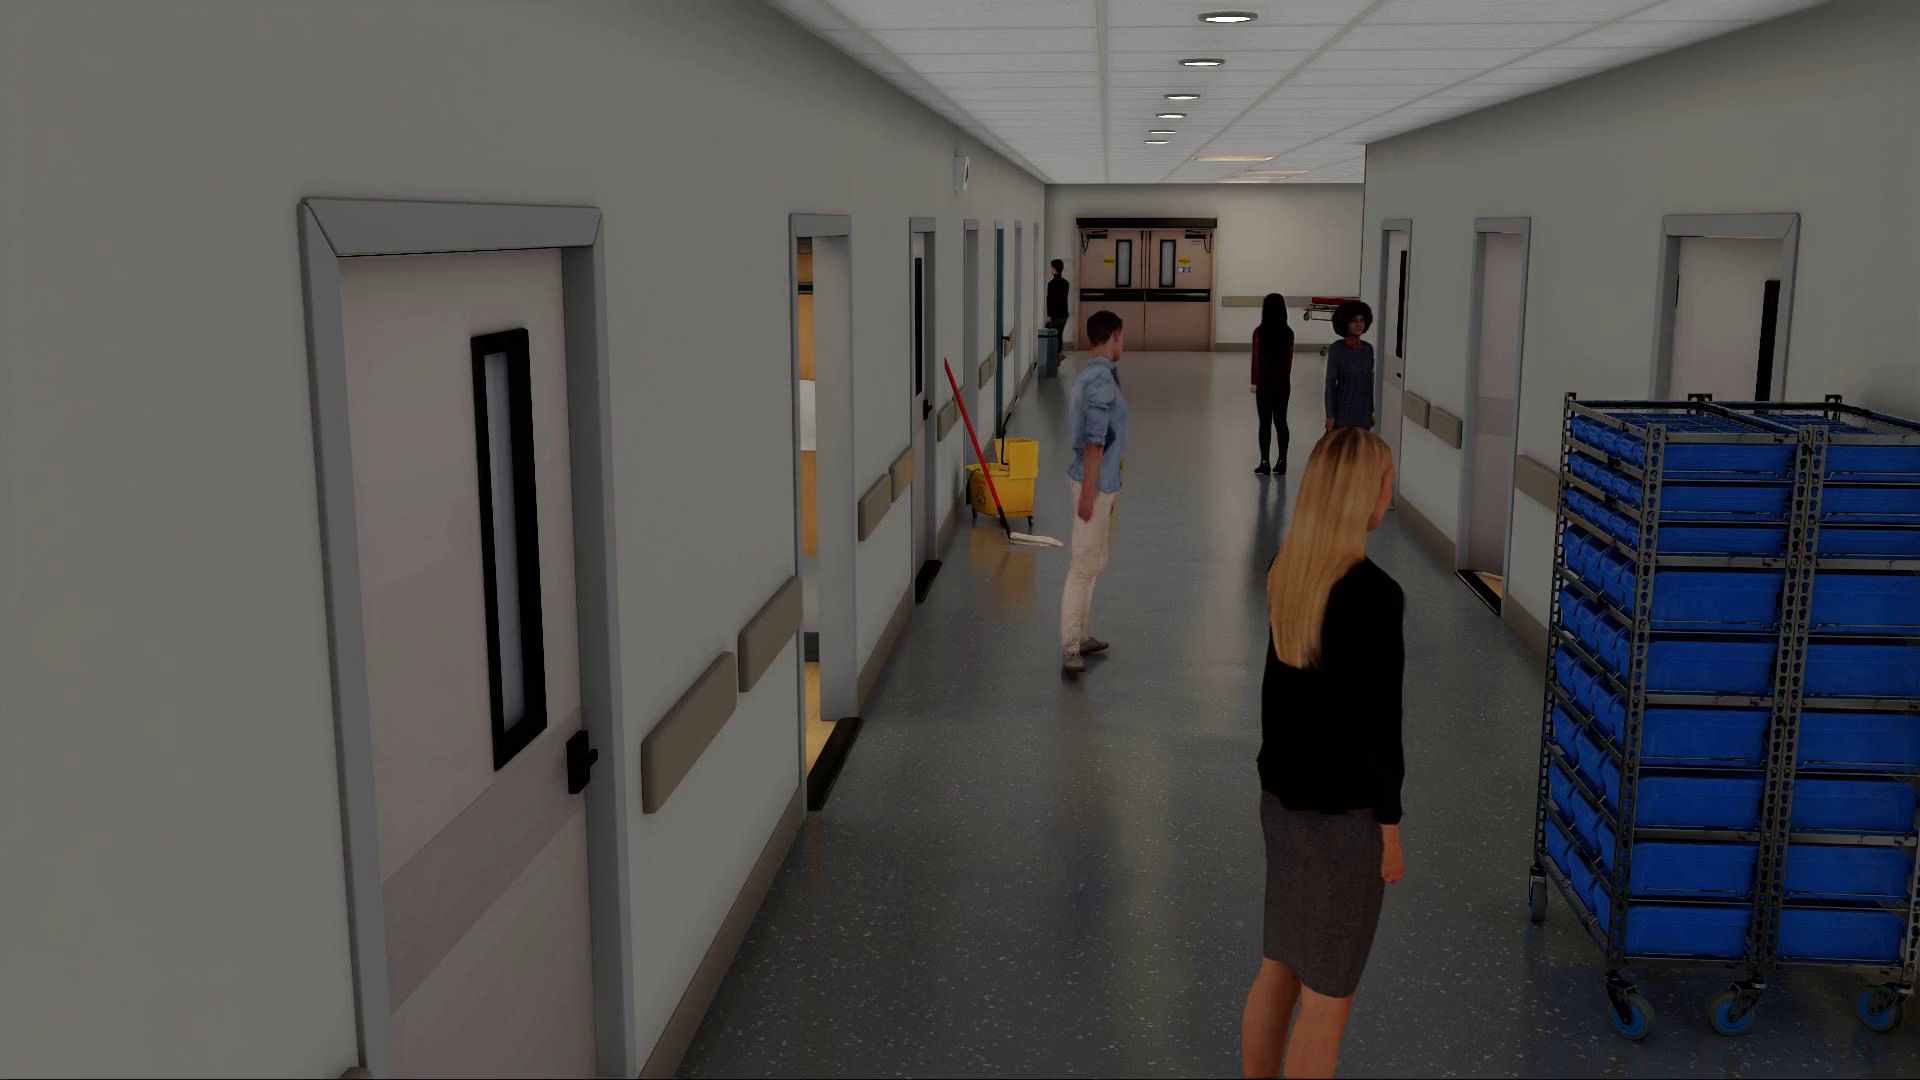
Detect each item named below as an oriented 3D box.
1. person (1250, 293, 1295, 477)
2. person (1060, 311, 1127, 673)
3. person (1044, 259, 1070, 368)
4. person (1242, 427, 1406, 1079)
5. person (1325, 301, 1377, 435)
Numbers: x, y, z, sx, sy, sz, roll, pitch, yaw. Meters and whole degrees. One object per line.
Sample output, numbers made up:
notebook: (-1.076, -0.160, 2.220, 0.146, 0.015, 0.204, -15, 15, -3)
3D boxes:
person: (2.874, -1.422, 15.220, 0.658, 1.651, 0.668, -5, 12, -24)
person: (0.650, -0.255, 8.597, 0.907, 1.828, 0.488, 3, 11, 14)
person: (1.596, -3.629, 26.674, 0.906, 1.715, 0.844, 10, 15, 44)
person: (0.801, 0.665, 3.726, 0.746, 1.836, 0.646, -5, 12, -23)
person: (2.916, -0.932, 12.479, 0.665, 1.710, 0.663, -5, 12, -23)
